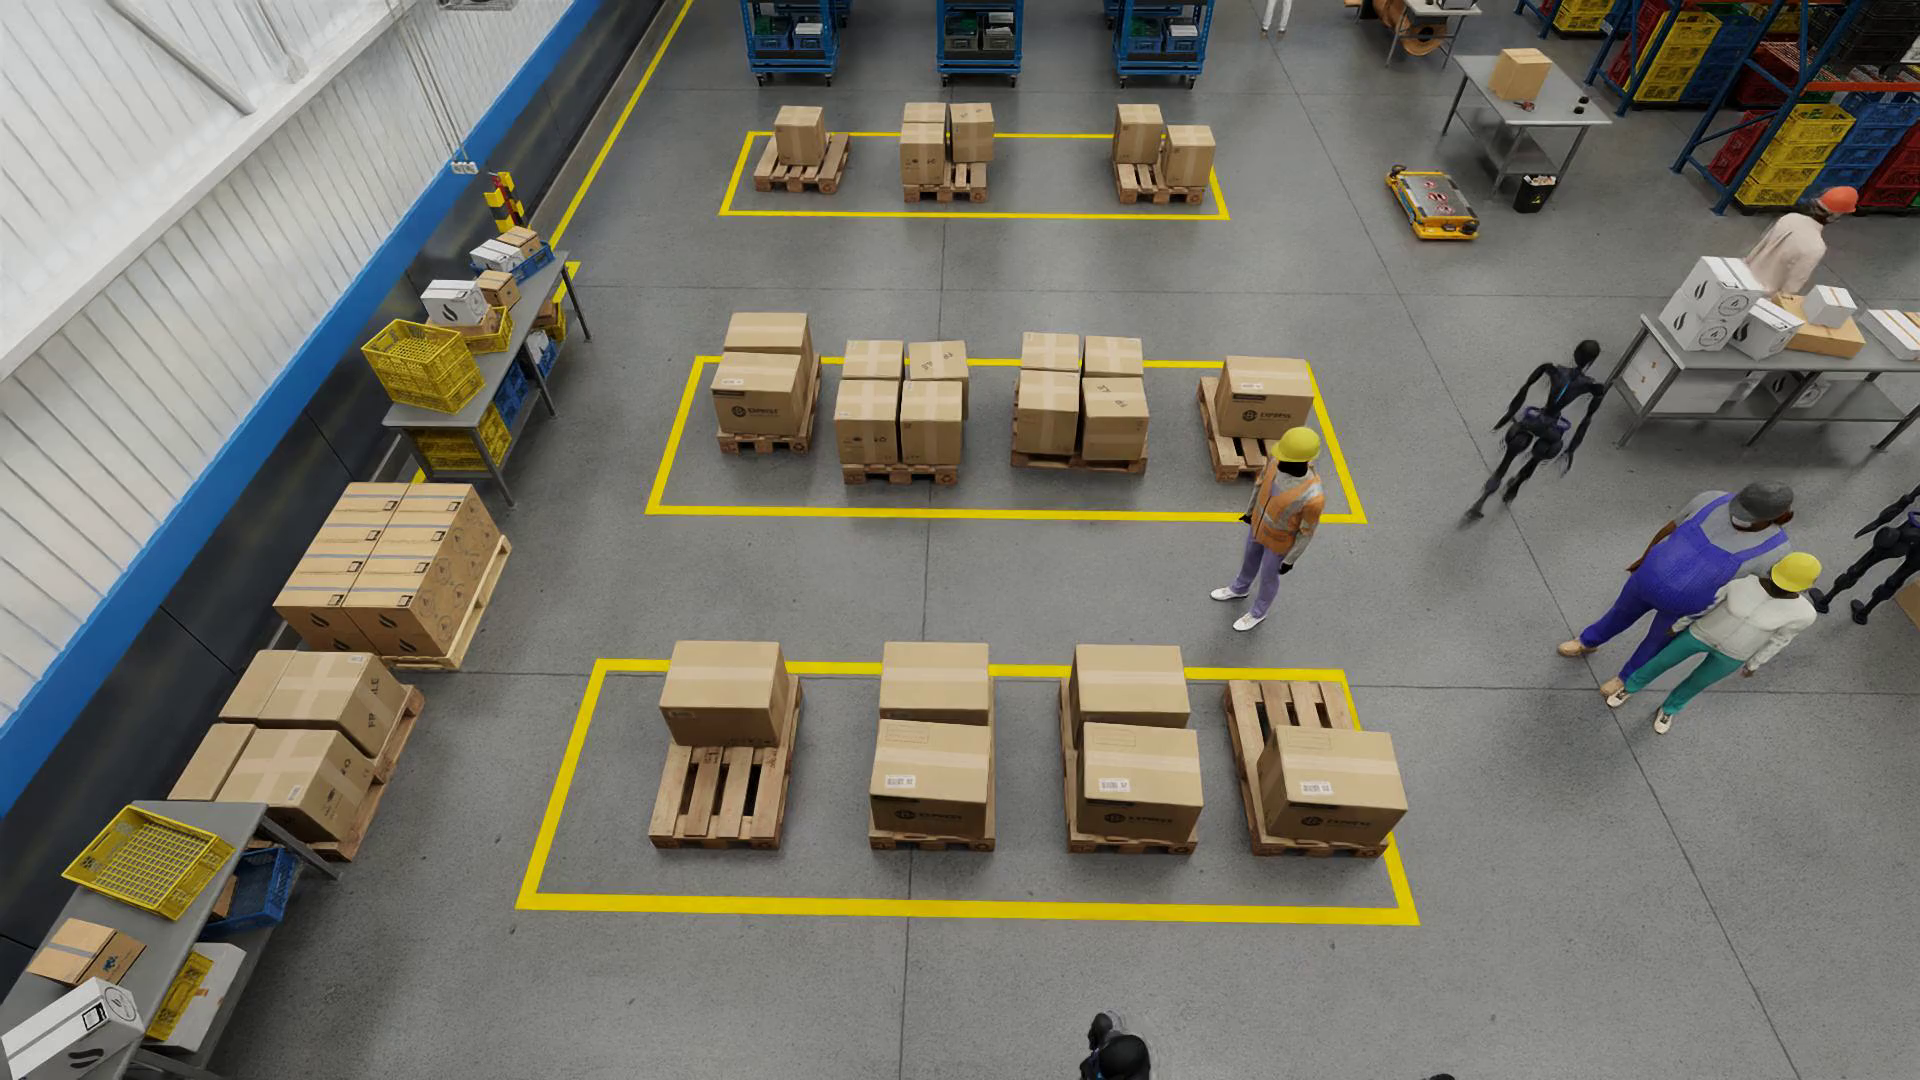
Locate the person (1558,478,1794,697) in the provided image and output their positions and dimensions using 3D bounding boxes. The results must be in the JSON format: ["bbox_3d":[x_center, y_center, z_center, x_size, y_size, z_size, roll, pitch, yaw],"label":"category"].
[{"bbox_3d":[4.760,0.319,6.087,0.537,2.000,0.671,-16,51,-14],"label":"person"}]

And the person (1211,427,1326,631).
[{"bbox_3d":[2.198,-0.061,6.491,0.377,1.922,0.592,-15,51,-13],"label":"person"}]

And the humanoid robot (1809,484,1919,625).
[{"bbox_3d":[6.937,-0.026,6.621,0.579,1.652,0.308,20,52,16],"label":"humanoid robot"}]

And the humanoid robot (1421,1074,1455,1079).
[{"bbox_3d":[2.140,2.815,4.155,0.317,1.657,0.597,-6,49,-5],"label":"humanoid robot"}]

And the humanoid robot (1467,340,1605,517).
[{"bbox_3d":[4.643,-0.832,7.361,0.651,1.640,0.732,31,56,24],"label":"humanoid robot"}]

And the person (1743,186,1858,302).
[{"bbox_3d":[7.365,-2.295,8.388,0.470,1.980,0.614,7,50,6],"label":"person"}]

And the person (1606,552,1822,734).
[{"bbox_3d":[4.922,0.677,5.956,0.530,1.767,0.326,35,58,27],"label":"person"}]

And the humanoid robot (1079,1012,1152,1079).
[{"bbox_3d":[0.697,2.649,4.348,0.766,1.626,0.565,-15,51,-13],"label":"humanoid robot"}]

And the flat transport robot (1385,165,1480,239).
[{"bbox_3d":[5.692,-4.094,11.059,0.652,0.197,1.431,1,49,1],"label":"flat transport robot"}]

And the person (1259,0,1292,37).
[{"bbox_3d":[5.017,-8.761,14.050,0.574,1.882,0.356,11,50,9],"label":"person"}]
